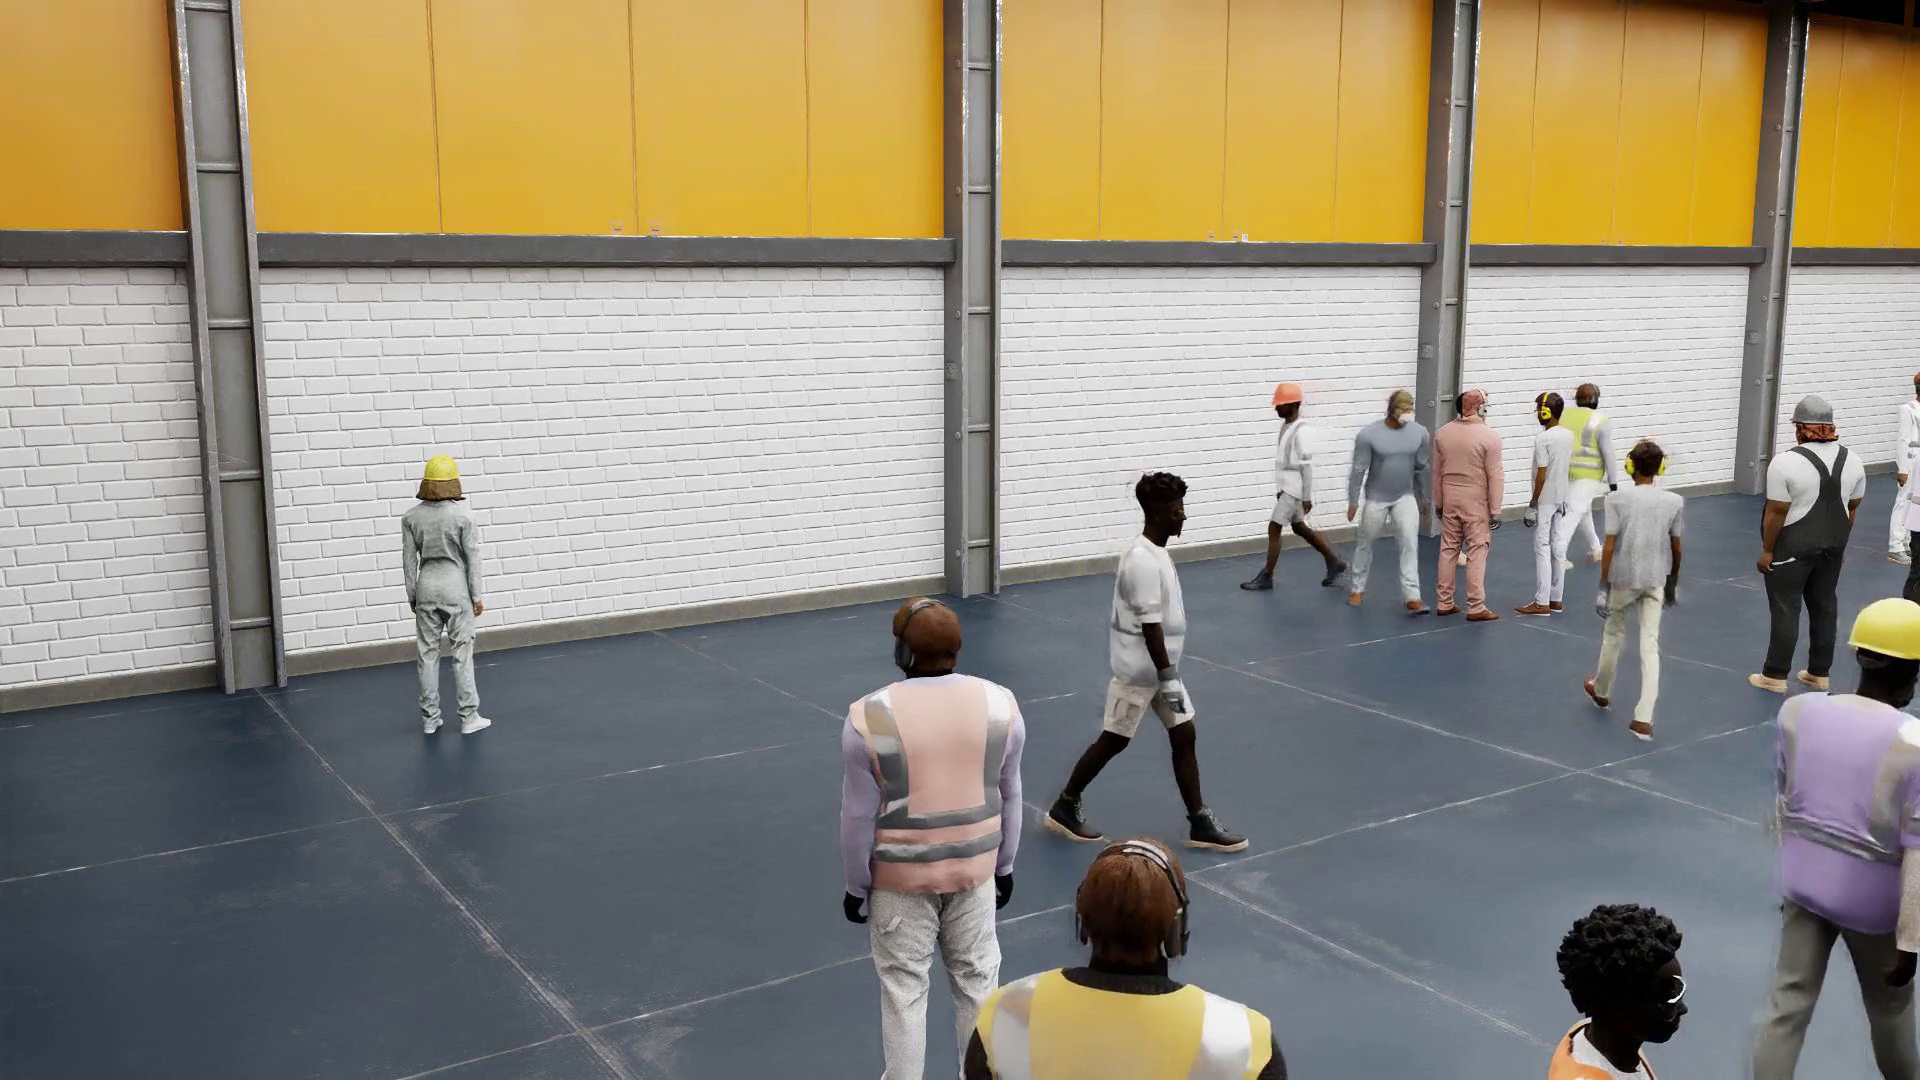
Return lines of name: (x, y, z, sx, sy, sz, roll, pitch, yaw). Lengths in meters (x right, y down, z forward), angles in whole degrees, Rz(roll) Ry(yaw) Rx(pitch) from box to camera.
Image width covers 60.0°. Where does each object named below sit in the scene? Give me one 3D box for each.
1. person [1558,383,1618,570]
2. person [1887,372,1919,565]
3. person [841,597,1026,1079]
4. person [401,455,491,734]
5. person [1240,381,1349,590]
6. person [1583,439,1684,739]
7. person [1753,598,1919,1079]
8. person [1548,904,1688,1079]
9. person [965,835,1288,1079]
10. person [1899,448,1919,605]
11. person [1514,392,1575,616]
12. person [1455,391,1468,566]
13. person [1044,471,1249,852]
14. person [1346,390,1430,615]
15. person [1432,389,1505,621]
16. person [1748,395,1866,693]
person: (6.011, -0.613, 16.010, 1.015, 1.779, 0.649, -5, 11, -29)
person: (9.339, -0.706, 16.232, 0.587, 1.882, 0.341, -6, 11, -32)
person: (-0.101, 1.096, 5.505, 0.622, 1.844, 0.429, -3, 10, -19)
person: (-3.204, 0.339, 10.360, 0.489, 1.742, 0.323, 1, 9, 6)
person: (3.041, -0.480, 14.866, 0.966, 1.898, 0.556, -1, 9, -6)
person: (4.264, 0.278, 10.507, 0.562, 1.810, 0.963, 1, 9, 5)
person: (2.887, 1.105, 5.324, 0.969, 1.874, 0.614, -6, 11, -31)
person: (1.261, 1.534, 3.300, 0.319, 1.697, 0.532, 4, 10, 21)
person: (0.377, 1.467, 3.394, 0.633, 1.803, 0.912, 4, 10, 24)
person: (7.129, -0.057, 12.210, 0.392, 1.922, 0.590, 3, 10, 18)
person: (4.880, -0.299, 13.849, 0.508, 1.864, 0.329, -8, 12, -40)
person: (4.884, -0.599, 16.152, 0.318, 1.697, 0.533, 3, 10, 16)
person: (0.903, 0.604, 8.268, 1.019, 1.923, 0.599, 3, 10, 20)
person: (3.603, -0.316, 13.887, 0.720, 1.872, 1.001, -1, 9, -5)
person: (4.194, -0.292, 13.674, 0.403, 1.904, 0.652, -7, 12, -36)
person: (5.739, 0.021, 11.380, 0.684, 2.000, 0.538, -2, 10, -11)
